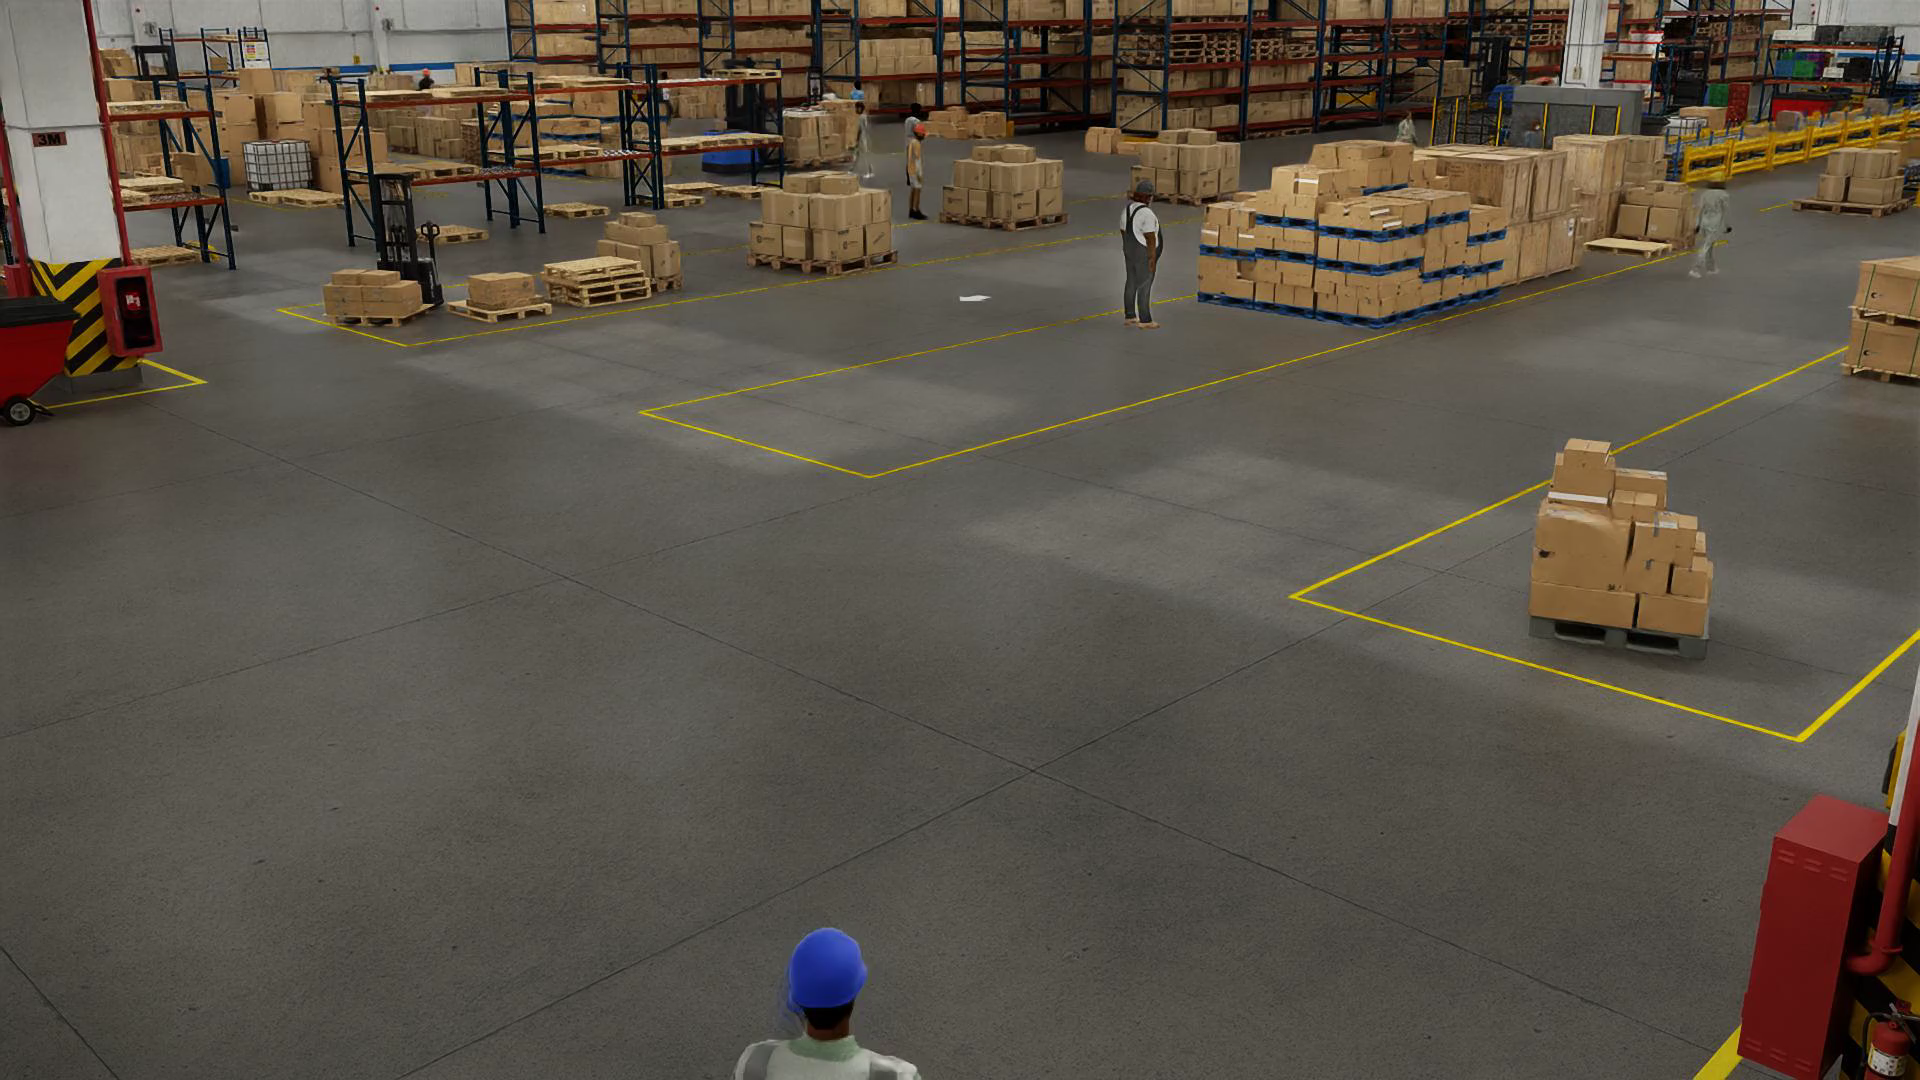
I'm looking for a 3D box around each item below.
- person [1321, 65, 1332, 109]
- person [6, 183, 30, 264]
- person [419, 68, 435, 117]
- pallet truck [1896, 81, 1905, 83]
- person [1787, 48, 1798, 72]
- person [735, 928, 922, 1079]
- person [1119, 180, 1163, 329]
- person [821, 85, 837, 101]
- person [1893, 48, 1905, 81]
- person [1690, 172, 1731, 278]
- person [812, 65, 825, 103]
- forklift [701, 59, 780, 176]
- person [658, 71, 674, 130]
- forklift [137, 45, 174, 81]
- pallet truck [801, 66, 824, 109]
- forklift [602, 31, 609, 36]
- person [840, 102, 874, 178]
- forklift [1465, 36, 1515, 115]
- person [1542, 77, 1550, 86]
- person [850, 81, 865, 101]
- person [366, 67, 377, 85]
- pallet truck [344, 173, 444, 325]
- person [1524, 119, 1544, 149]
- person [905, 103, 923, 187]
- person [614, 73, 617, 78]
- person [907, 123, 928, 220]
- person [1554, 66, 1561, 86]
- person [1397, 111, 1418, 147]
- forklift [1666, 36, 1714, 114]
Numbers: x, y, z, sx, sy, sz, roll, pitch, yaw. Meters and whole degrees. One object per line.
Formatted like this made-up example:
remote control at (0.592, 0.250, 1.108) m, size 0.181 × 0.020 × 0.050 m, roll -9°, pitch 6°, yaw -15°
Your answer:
person at (13.836, -16.954, 62.604) m, size 0.525 × 1.769 × 0.308 m, roll 13°, pitch 22°, yaw 34°
person at (-13.299, -4.126, 23.728) m, size 0.695 × 1.900 × 0.619 m, roll 9°, pitch 20°, yaw 26°
person at (-17.973, -14.910, 56.115) m, size 0.650 × 1.981 × 0.615 m, roll 12°, pitch 22°, yaw 33°
pallet truck at (34.802, -16.331, 61.455) m, size 0.653 × 1.274 × 1.630 m, roll 17°, pitch 25°, yaw 41°
person at (41.692, -23.945, 83.409) m, size 0.639 × 1.954 × 0.935 m, roll -13°, pitch 22°, yaw -34°
person at (-0.388, 2.080, 5.002) m, size 0.623 × 1.926 × 0.557 m, roll 6°, pitch 19°, yaw 17°
person at (2.545, -3.961, 23.028) m, size 0.535 × 2.000 × 0.674 m, roll -10°, pitch 21°, yaw -27°
person at (-4.160, -13.526, 52.499) m, size 0.549 × 1.606 × 0.713 m, roll -9°, pitch 21°, yaw -26°
person at (45.446, -22.863, 80.427) m, size 0.343 × 1.749 × 0.573 m, roll 4°, pitch 19°, yaw 11°
person at (12.240, -5.139, 27.127) m, size 0.910 × 1.703 × 0.485 m, roll -10°, pitch 21°, yaw -28°
person at (-5.139, -16.453, 60.976) m, size 0.430 × 1.845 × 0.619 m, roll 13°, pitch 22°, yaw 34°
forklift at (-5.565, -10.723, 42.089) m, size 1.129 × 2.768 × 1.873 m, roll 17°, pitch 25°, yaw 41°
person at (-9.770, -14.603, 55.311) m, size 0.596 × 1.892 × 0.612 m, roll 10°, pitch 21°, yaw 27°
forklift at (-25.082, -14.076, 52.191) m, size 1.129 × 2.768 × 1.873 m, roll -11°, pitch 21°, yaw -29°
pallet truck at (-4.812, -15.182, 56.903) m, size 0.823 × 1.965 × 1.885 m, roll -9°, pitch 21°, yaw -26°
forklift at (-14.507, -19.901, 69.740) m, size 1.129 × 2.768 × 1.873 m, roll 17°, pitch 25°, yaw 41°
person at (-2.563, -9.938, 41.357) m, size 0.913 × 1.830 × 0.554 m, roll 0°, pitch 18°, yaw 1°
forklift at (19.973, -17.201, 61.605) m, size 1.873 × 2.768 × 1.129 m, roll 16°, pitch 24°, yaw 40°
person at (18.234, -13.538, 52.125) m, size 0.561 × 1.883 × 0.990 m, roll 16°, pitch 24°, yaw 40°
person at (-3.279, -13.853, 53.364) m, size 0.535 × 1.699 × 0.322 m, roll 11°, pitch 21°, yaw 31°
person at (-20.355, -15.462, 57.862) m, size 0.499 × 1.923 × 0.633 m, roll 10°, pitch 21°, yaw 27°
pallet truck at (-8.209, -4.181, 23.757) m, size 0.823 × 1.965 × 1.885 m, roll 3°, pitch 19°, yaw 9°
person at (13.446, -9.008, 38.905) m, size 0.524 × 1.610 × 0.644 m, roll -5°, pitch 19°, yaw -14°
person at (-1.084, -9.365, 39.450) m, size 0.374 × 1.958 × 0.599 m, roll -11°, pitch 21°, yaw -30°
person at (-11.016, -14.063, 53.621) m, size 0.637 × 1.938 × 0.355 m, roll 3°, pitch 19°, yaw 8°
person at (-0.873, -7.525, 33.936) m, size 0.397 × 1.934 × 0.551 m, roll -4°, pitch 19°, yaw -12°
person at (20.476, -15.234, 57.017) m, size 0.614 × 2.026 × 0.602 m, roll -16°, pitch 24°, yaw -40°
person at (11.254, -9.971, 41.833) m, size 0.532 × 1.594 × 0.861 m, roll -16°, pitch 24°, yaw -39°
forklift at (27.341, -17.291, 61.877) m, size 1.129 × 2.768 × 1.873 m, roll 17°, pitch 25°, yaw 41°
